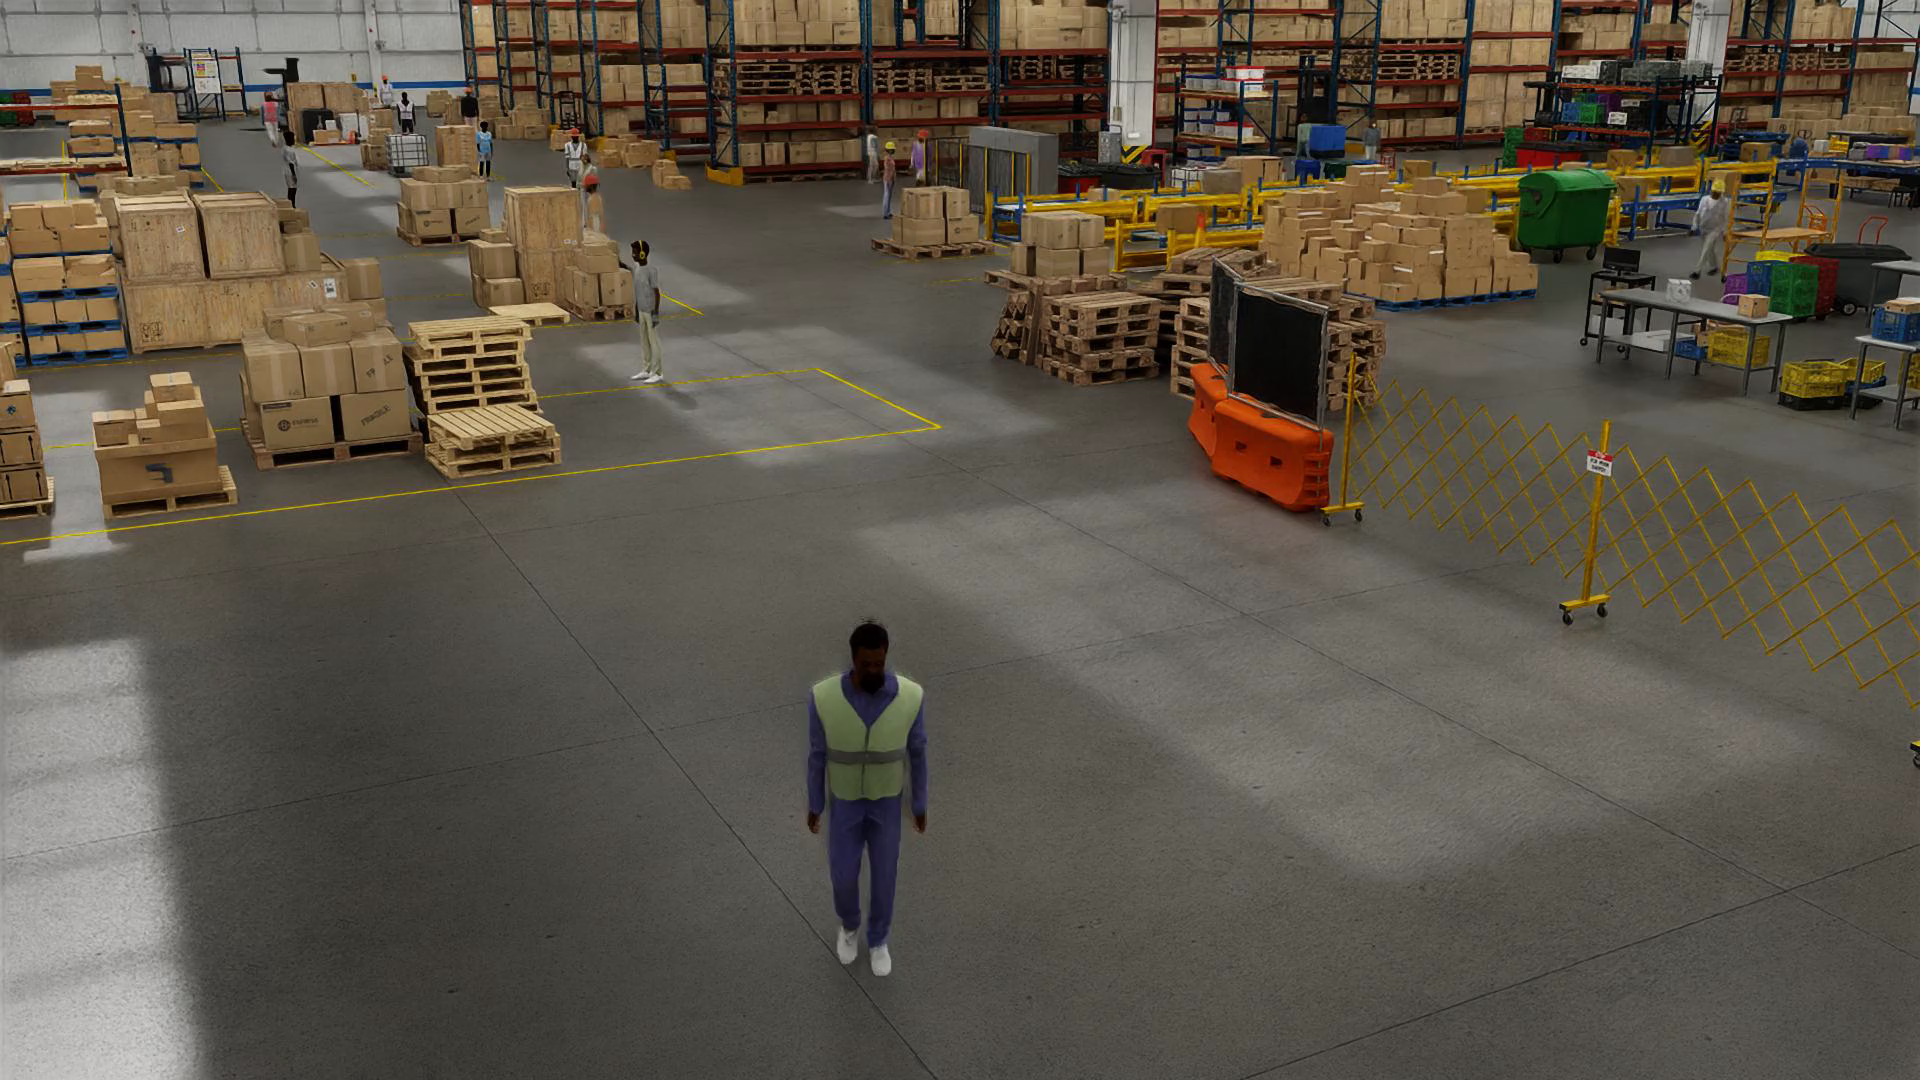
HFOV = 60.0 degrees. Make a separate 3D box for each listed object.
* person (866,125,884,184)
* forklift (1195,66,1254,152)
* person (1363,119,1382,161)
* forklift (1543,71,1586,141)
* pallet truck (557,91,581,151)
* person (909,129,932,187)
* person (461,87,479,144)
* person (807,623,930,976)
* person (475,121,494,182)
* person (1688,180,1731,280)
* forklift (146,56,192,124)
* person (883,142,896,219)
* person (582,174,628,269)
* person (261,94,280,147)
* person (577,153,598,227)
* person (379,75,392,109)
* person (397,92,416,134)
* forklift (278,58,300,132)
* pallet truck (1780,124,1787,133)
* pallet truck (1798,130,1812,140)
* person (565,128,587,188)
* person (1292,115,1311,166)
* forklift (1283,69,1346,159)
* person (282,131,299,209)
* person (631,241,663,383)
[{"bbox_3d":[-2.325,-10.716,46.279,0.741,1.606,0.539,-8,19,-22],"label":"person"},{"bbox_3d":[9.065,-14.686,56.618,1.873,2.768,1.129,5,19,16],"label":"forklift"},{"bbox_3d":[12.114,-11.538,48.852,0.512,1.614,0.586,-4,18,-12],"label":"person"},{"bbox_3d":[18.685,-13.231,52.085,1.873,2.768,1.129,-9,20,-26],"label":"forklift"},{"bbox_3d":[-13.495,-14.412,57.188,0.823,1.965,1.885,-3,18,-9],"label":"pallet truck"},{"bbox_3d":[-0.903,-9.299,41.437,0.911,1.879,0.581,-17,24,-42],"label":"person"},{"bbox_3d":[-17.653,-15.294,59.941,0.619,1.992,0.396,-7,19,-21],"label":"person"},{"bbox_3d":[-0.457,1.301,8.351,0.616,1.903,0.456,-3,18,-8],"label":"person"},{"bbox_3d":[-13.398,-10.955,46.925,0.334,1.686,0.532,15,23,38],"label":"person"},{"bbox_3d":[13.673,-5.653,30.246,0.977,1.779,0.591,-11,21,-30],"label":"person"},{"bbox_3d":[-32.961,-18.471,68.420,1.873,2.768,1.129,-1,18,-2],"label":"forklift"},{"bbox_3d":[-1.632,-8.371,38.725,0.315,1.770,0.524,3,18,10],"label":"person"},{"bbox_3d":[-6.478,-5.597,29.854,0.848,1.911,0.555,-2,18,-5],"label":"person"},{"bbox_3d":[-24.254,-14.772,58.602,0.624,1.822,0.759,-13,22,-35],"label":"person"},{"bbox_3d":[-8.323,-7.810,37.183,0.514,1.639,0.310,6,19,18],"label":"person"},{"bbox_3d":[-25.041,-19.323,72.637,0.540,1.916,0.498,-4,18,-11],"label":"person"},{"bbox_3d":[-19.386,-14.712,58.265,0.596,1.914,0.378,-8,19,-23],"label":"person"},{"bbox_3d":[-26.251,-17.613,65.743,1.873,2.768,1.129,-9,20,-26],"label":"forklift"},{"bbox_3d":[25.206,-12.542,52.601,1.601,1.201,0.680,0,18,-2],"label":"pallet truck"},{"bbox_3d":[25.526,-11.556,49.408,1.630,1.274,0.653,-9,20,-26],"label":"pallet truck"},{"bbox_3d":[-9.416,-9.147,40.896,0.540,1.929,0.388,-2,18,-6],"label":"person"},{"bbox_3d":[10.594,-12.302,51.278,0.504,1.581,0.899,-5,19,-16],"label":"person"},{"bbox_3d":[11.615,-13.871,54.079,1.129,2.768,1.873,-9,20,-27],"label":"forklift"},{"bbox_3d":[-15.844,-8.684,39.400,0.371,1.960,0.608,-10,21,-30],"label":"person"},{"bbox_3d":[-4.114,-2.987,21.789,0.335,1.864,0.521,-15,23,-38],"label":"person"}]
